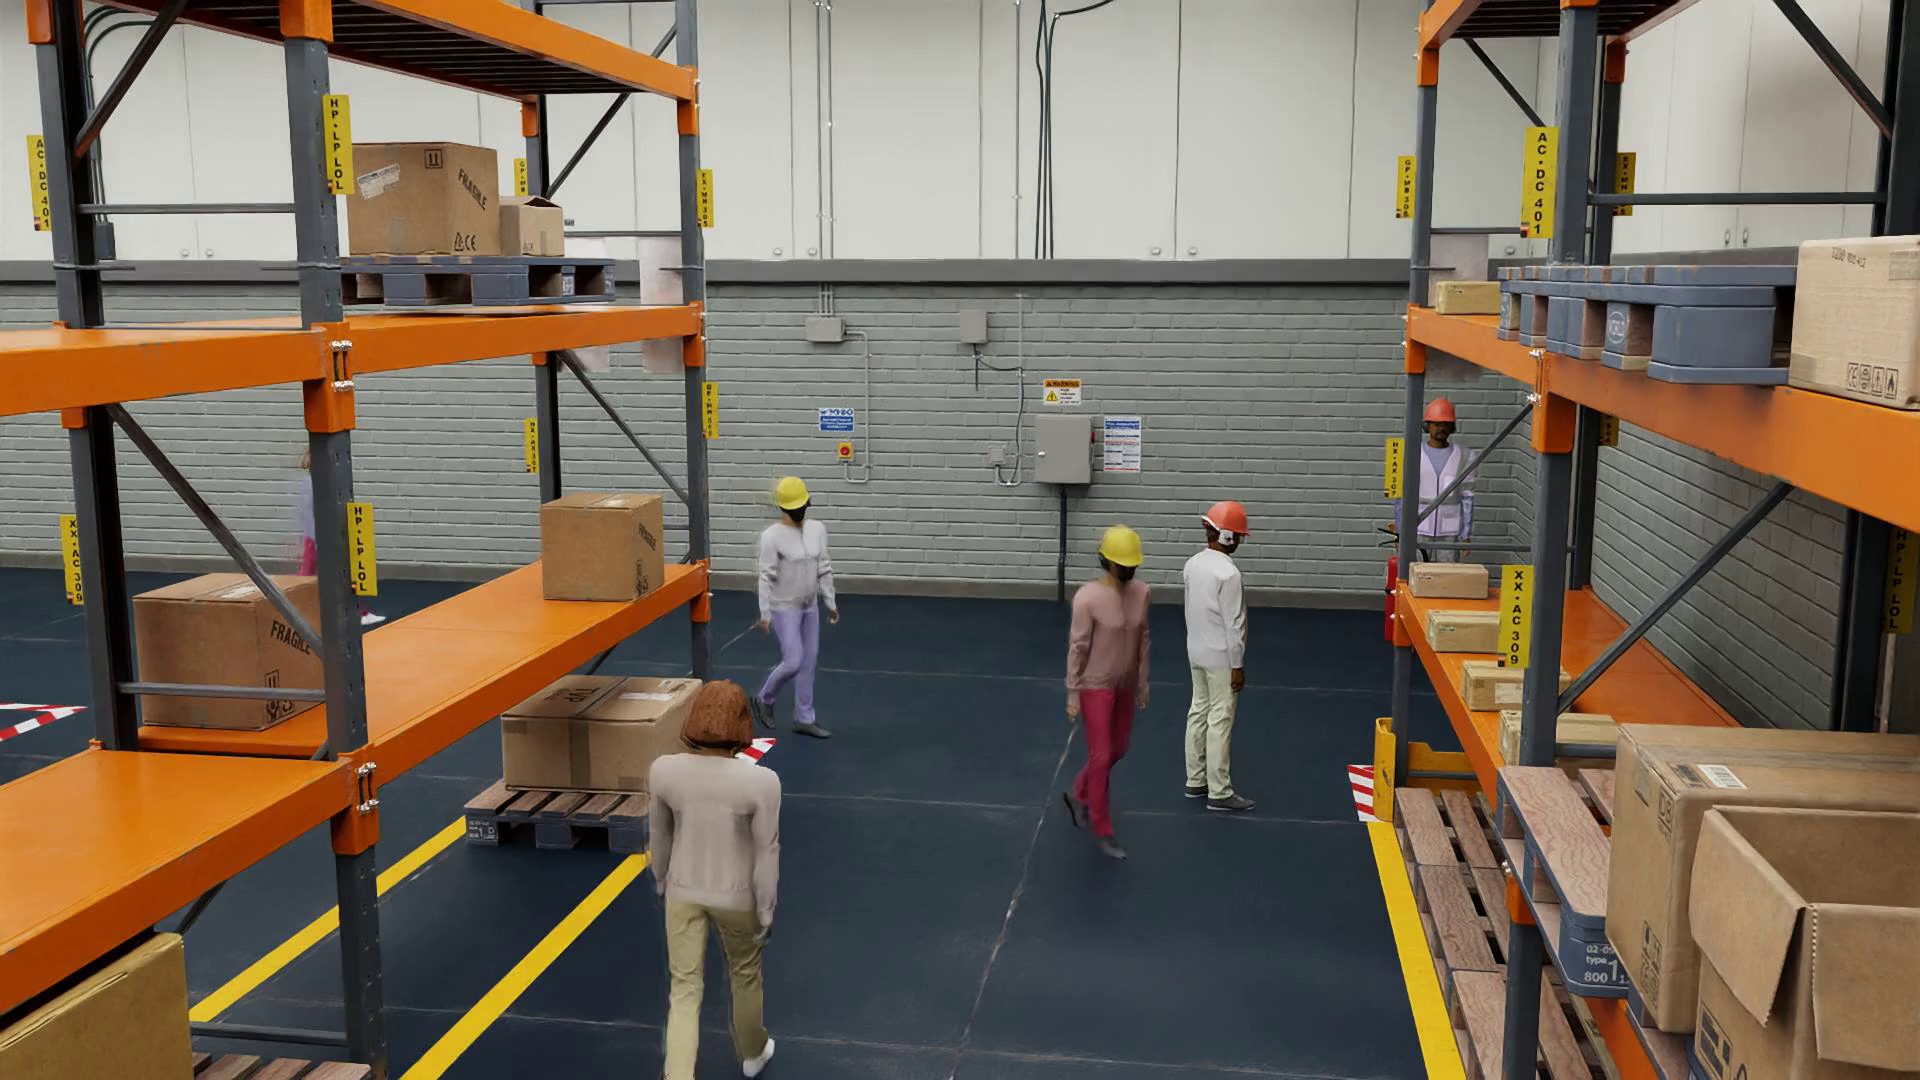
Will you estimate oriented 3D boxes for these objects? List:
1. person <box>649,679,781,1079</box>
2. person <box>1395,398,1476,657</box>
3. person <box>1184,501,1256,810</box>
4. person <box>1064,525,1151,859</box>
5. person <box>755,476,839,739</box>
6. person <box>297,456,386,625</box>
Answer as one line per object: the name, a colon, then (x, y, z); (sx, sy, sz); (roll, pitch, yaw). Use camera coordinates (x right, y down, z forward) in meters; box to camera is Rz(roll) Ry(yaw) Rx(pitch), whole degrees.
person: (-0.884, 1.286, 5.948); (0.512, 1.594, 0.840); (1, 9, 6)
person: (3.709, -0.087, 13.014); (0.607, 2.048, 0.366); (1, 9, 9)
person: (1.474, 0.646, 9.420); (0.335, 1.743, 0.561); (-3, 10, -19)
person: (0.744, 0.763, 8.780); (0.554, 1.769, 0.559); (-7, 12, -37)
person: (-1.084, 0.432, 10.736); (0.439, 1.735, 0.547); (7, 12, 37)
person: (-5.400, -0.021, 14.048); (0.888, 1.587, 0.515); (-8, 12, -40)
